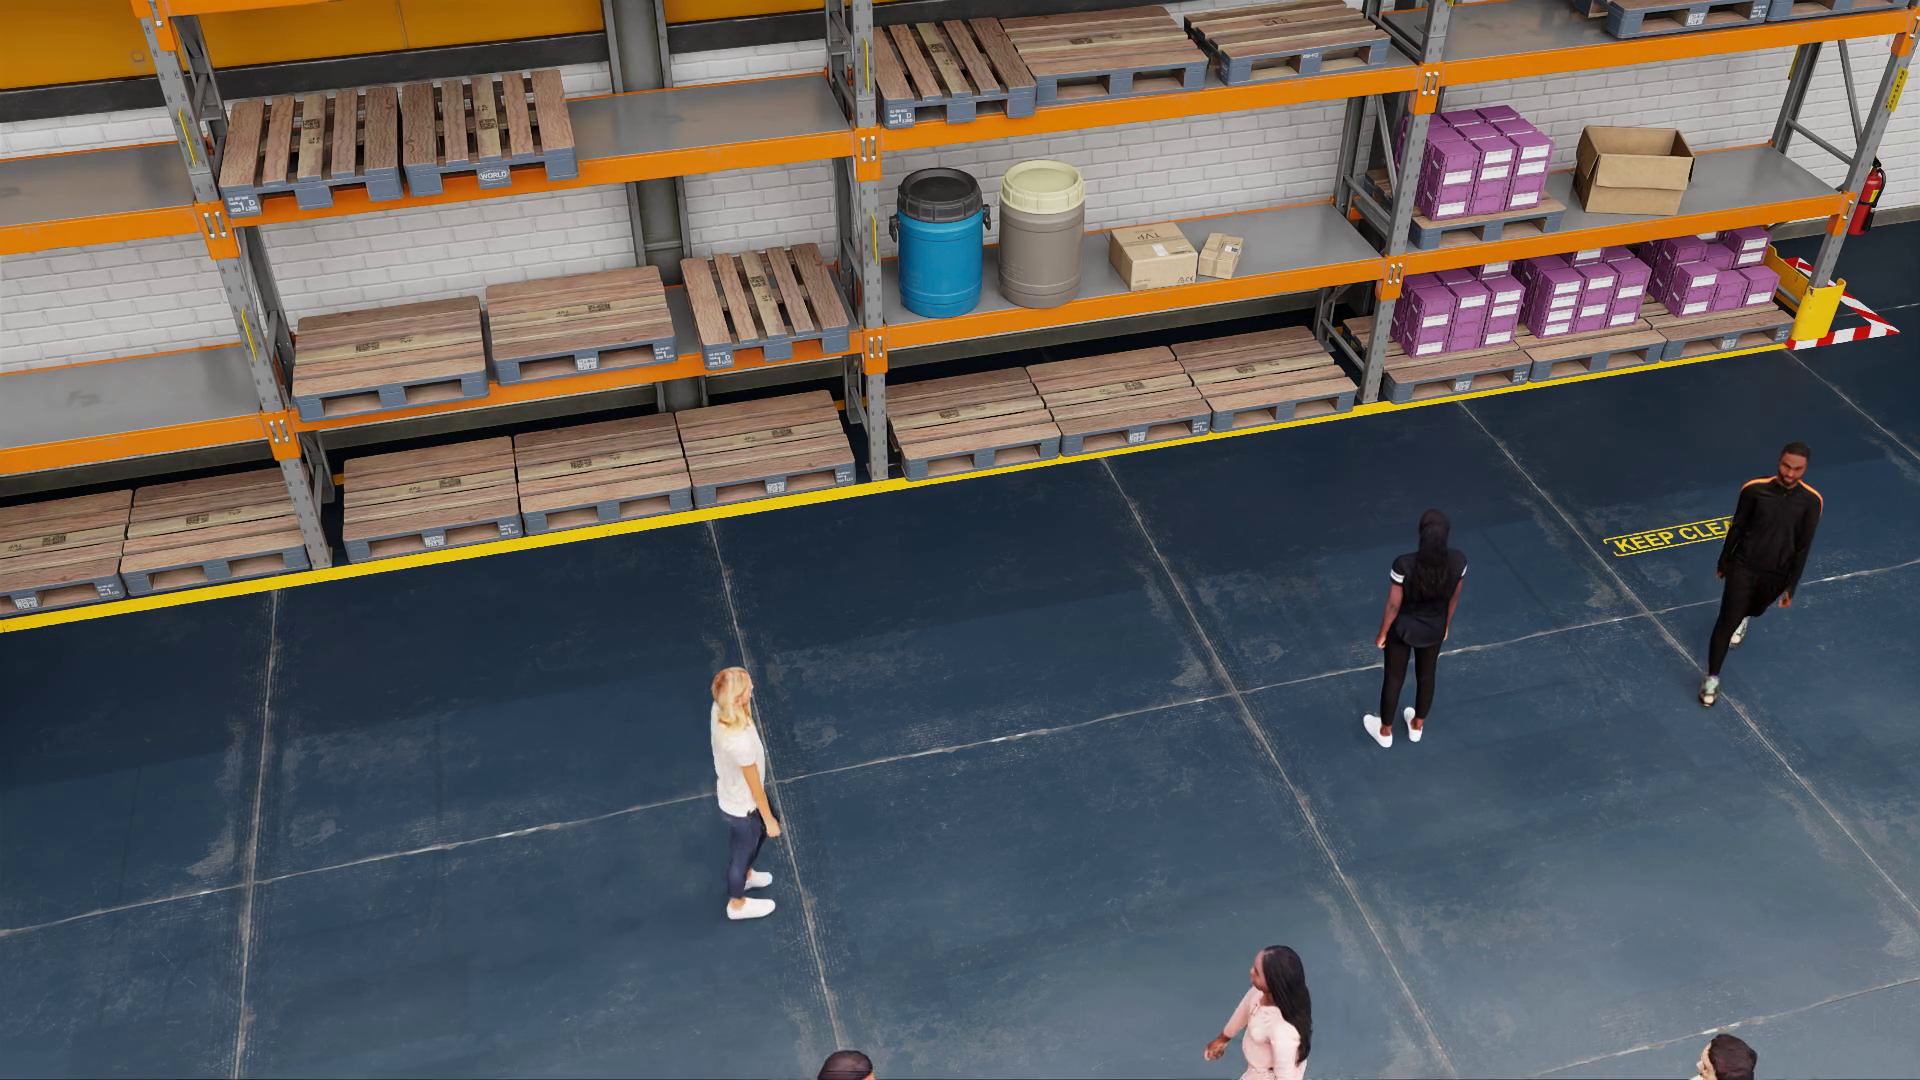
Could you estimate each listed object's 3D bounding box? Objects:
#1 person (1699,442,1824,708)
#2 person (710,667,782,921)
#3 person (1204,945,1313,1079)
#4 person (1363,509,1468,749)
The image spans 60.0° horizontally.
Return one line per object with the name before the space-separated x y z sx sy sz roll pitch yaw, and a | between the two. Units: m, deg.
person | 4.962 0.126 10.297 1.168 1.775 1.123 13 40 16
person | -1.232 1.380 8.706 0.577 1.800 0.605 -10 40 -12
person | 1.491 2.433 7.485 1.201 1.679 0.954 6 39 8
person | 2.697 0.527 9.829 0.540 1.732 0.692 -5 39 -6
